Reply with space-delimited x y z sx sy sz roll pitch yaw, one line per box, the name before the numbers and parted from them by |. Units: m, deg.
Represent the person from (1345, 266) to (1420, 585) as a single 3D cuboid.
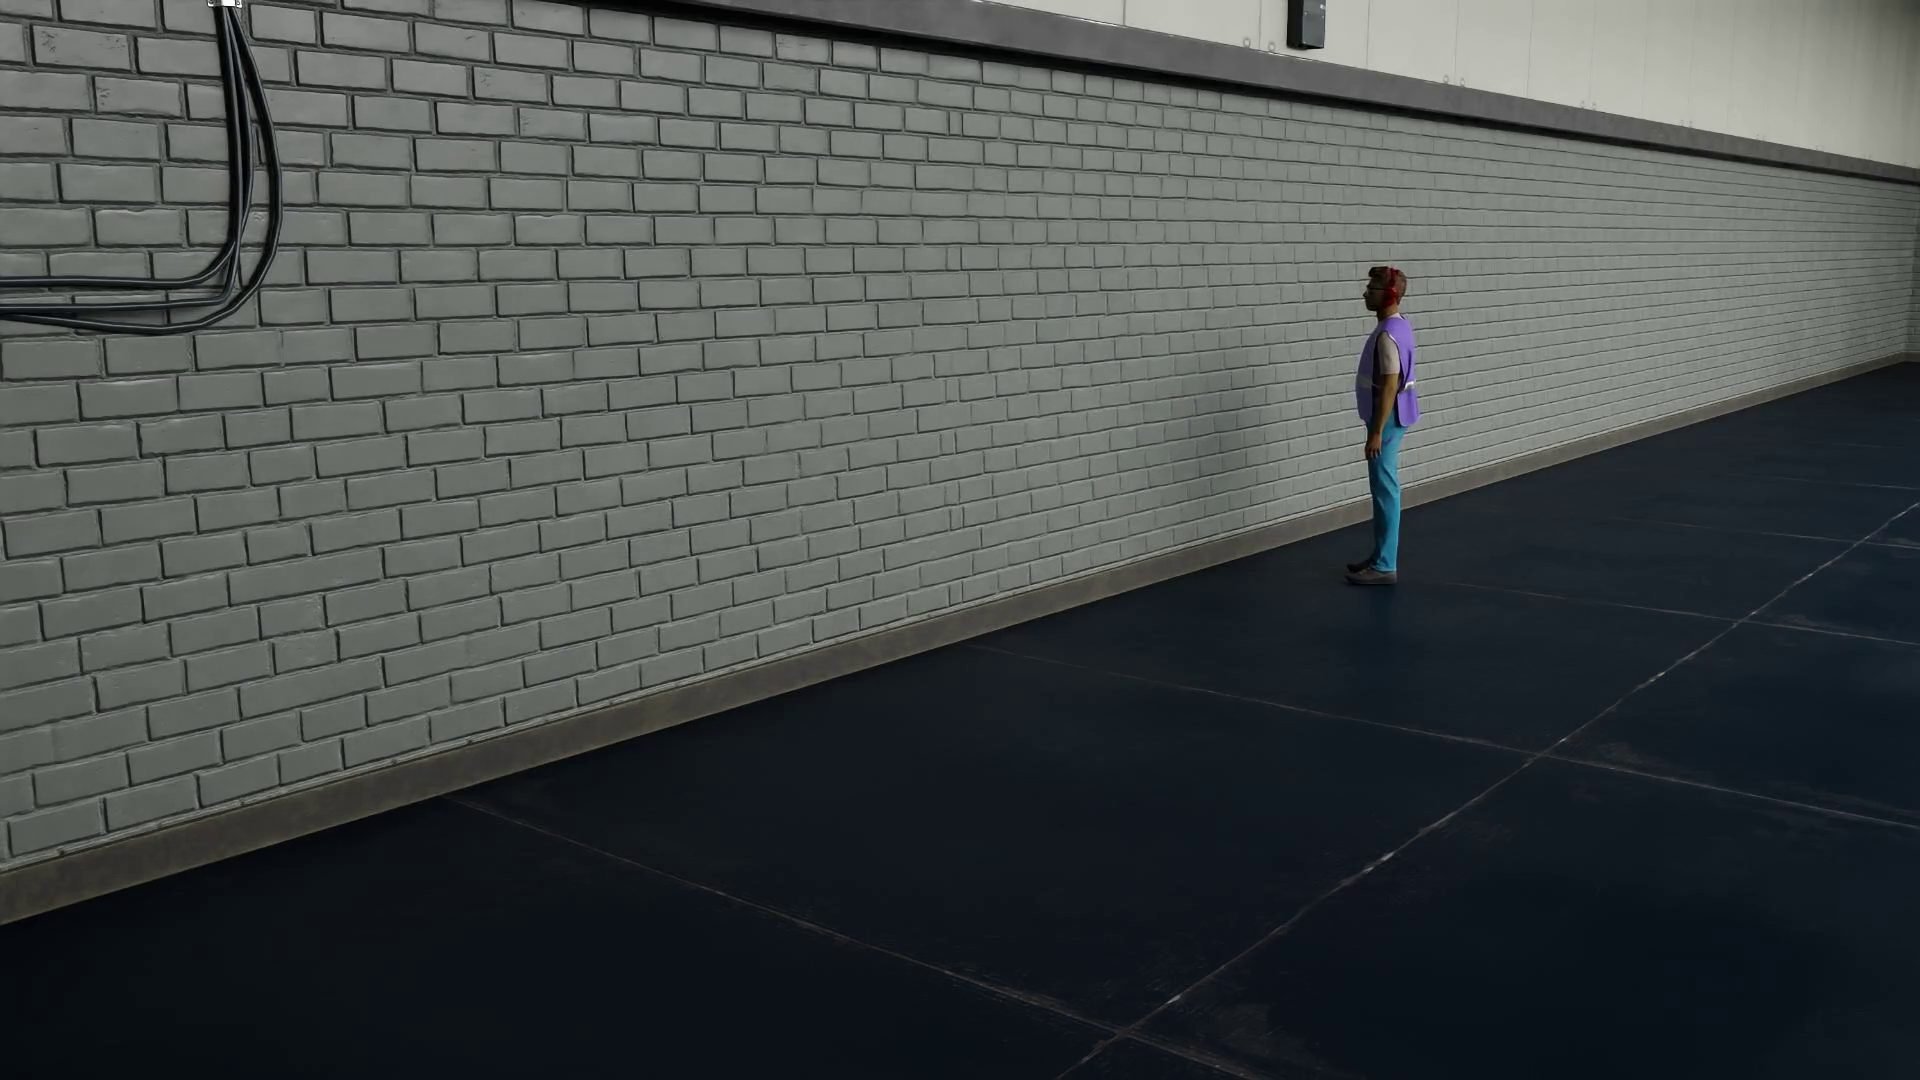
person | 2.494 -0.671 9.760 0.390 1.850 0.565 3 11 17
